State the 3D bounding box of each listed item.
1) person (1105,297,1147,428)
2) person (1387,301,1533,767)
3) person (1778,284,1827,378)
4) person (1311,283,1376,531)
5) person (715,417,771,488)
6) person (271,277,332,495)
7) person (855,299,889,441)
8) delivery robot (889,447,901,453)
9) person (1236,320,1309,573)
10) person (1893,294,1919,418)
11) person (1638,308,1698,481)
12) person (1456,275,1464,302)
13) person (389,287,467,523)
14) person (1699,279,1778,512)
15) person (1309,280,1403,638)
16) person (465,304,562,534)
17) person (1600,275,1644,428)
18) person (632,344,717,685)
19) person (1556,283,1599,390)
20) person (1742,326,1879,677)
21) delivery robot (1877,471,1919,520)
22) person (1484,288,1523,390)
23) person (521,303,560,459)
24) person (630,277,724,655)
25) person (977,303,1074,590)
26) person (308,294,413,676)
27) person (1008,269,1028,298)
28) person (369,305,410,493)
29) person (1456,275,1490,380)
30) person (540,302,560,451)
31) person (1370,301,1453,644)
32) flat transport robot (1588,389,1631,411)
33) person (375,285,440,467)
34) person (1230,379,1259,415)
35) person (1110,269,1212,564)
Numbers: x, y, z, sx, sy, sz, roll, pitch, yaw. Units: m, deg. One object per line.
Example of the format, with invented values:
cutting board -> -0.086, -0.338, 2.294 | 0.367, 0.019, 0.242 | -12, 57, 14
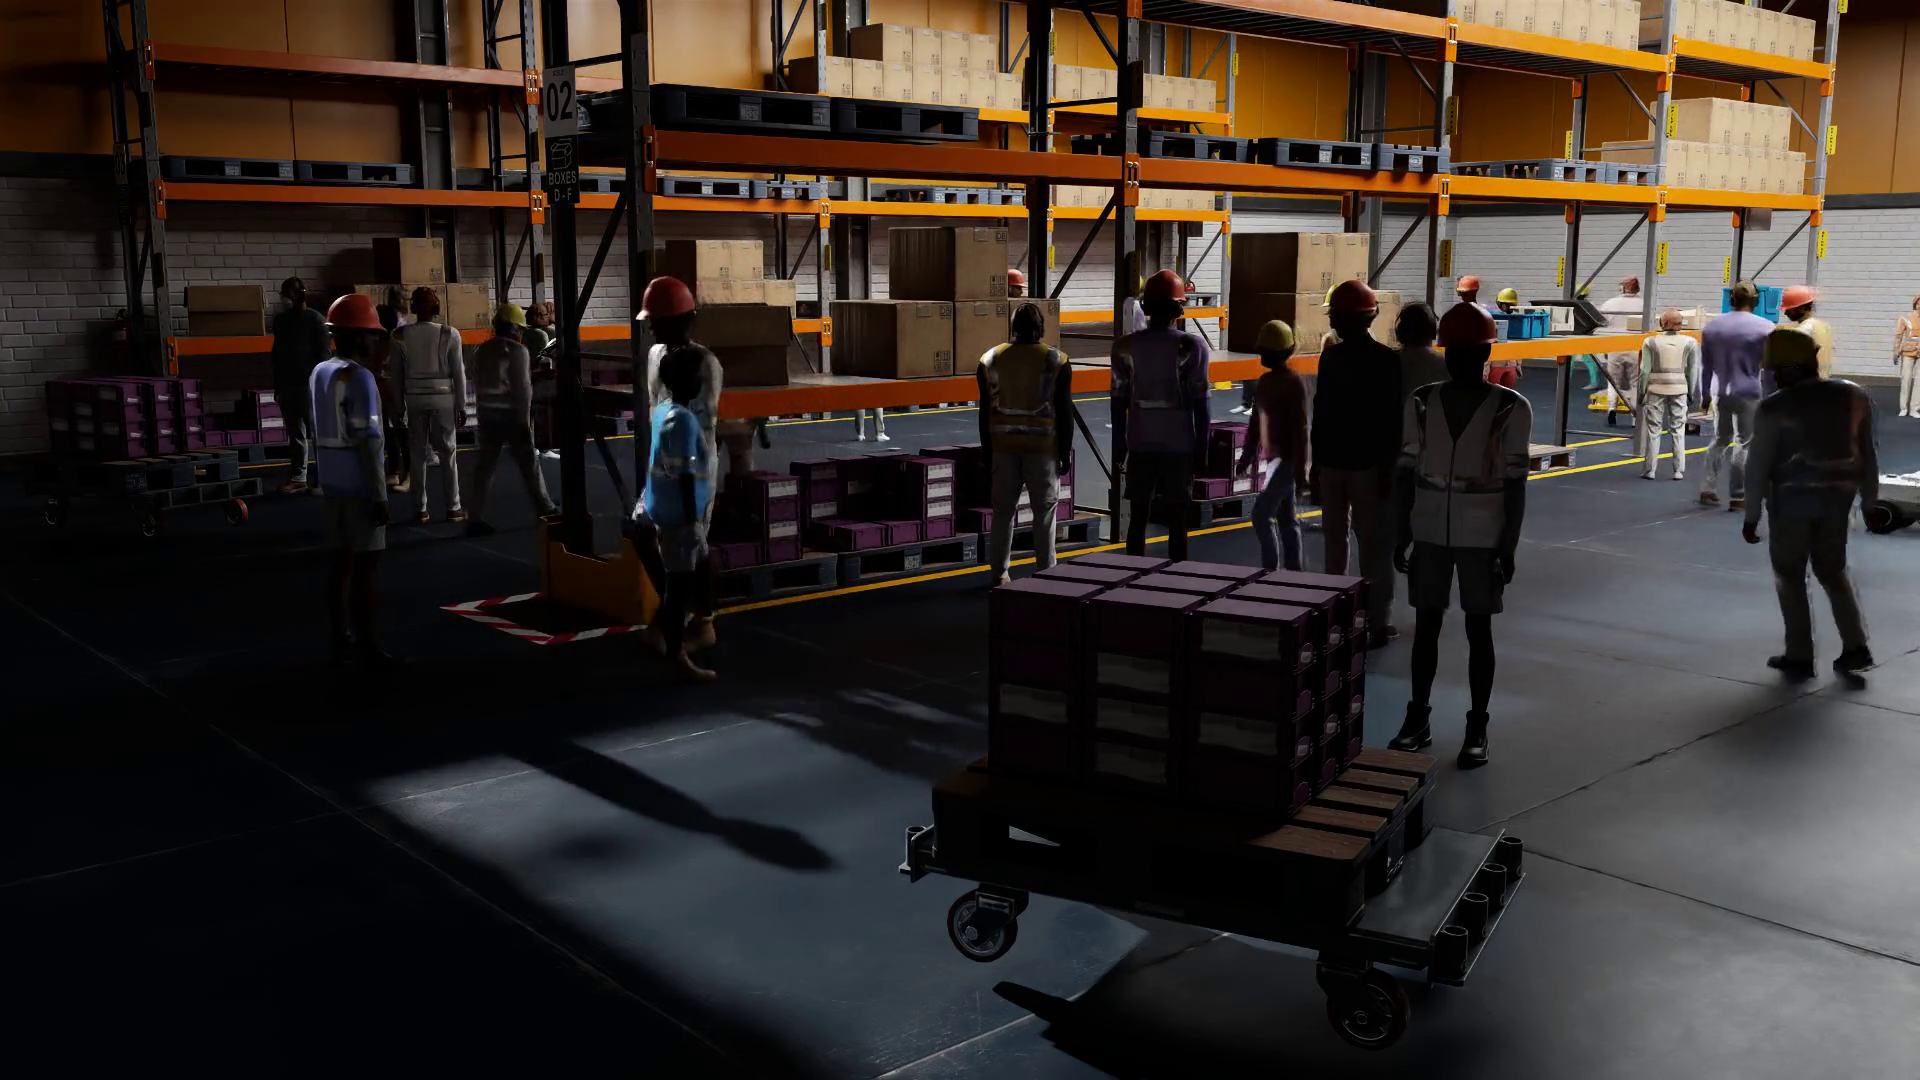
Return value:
person -> 2.153, -2.330, 20.575 | 0.658, 1.909, 0.592 | -4, 10, -20
person -> 2.083, -0.023, 6.973 | 0.544, 1.939, 0.354 | 6, 11, 31
person -> 7.531, -1.308, 14.692 | 0.574, 1.885, 0.860 | -9, 13, -43
person -> 2.958, -1.020, 12.877 | 0.587, 1.919, 0.403 | -8, 12, -38
person -> -1.732, -0.807, 12.528 | 0.746, 1.610, 0.515 | -8, 13, -39
person -> -5.876, -1.366, 14.835 | 0.631, 1.940, 0.372 | 4, 10, 22
person -> -1.038, -1.946, 19.121 | 0.507, 1.632, 0.273 | 3, 10, 15
delivery robot -> -0.532, -0.514, 13.619 | 0.707, 0.478, 0.477 | -8, 12, -37
person -> 1.893, -0.476, 10.185 | 0.576, 1.731, 0.567 | -2, 10, -9
person -> 12.612, -2.425, 21.944 | 0.530, 1.638, 0.383 | 3, 10, 16
person -> 6.710, -1.378, 15.788 | 0.523, 1.636, 0.310 | 2, 10, 12
person -> 6.717, -2.597, 22.243 | 0.328, 1.872, 0.512 | 0, 10, 0
person -> -4.222, -1.069, 13.265 | 0.574, 1.883, 0.356 | -1, 10, -5
person -> 6.466, -1.184, 13.790 | 0.435, 1.934, 0.652 | -6, 11, -31
person -> 2.175, -0.447, 9.296 | 0.396, 1.990, 0.624 | -6, 11, -31
person -> -3.495, -0.937, 12.868 | 0.632, 1.756, 0.946 | 5, 11, 29
person -> 8.306, -2.342, 20.704 | 0.658, 1.883, 0.453 | 5, 11, 28
person -> -1.384, -0.125, 8.281 | 0.361, 1.685, 0.580 | -3, 10, -18
person -> 9.790, -3.201, 26.253 | 0.774, 1.697, 0.550 | -3, 10, -19
person -> 4.265, -0.178, 8.376 | 0.663, 1.777, 0.422 | -1, 10, -3
delivery robot -> 7.382, -0.355, 12.688 | 0.477, 0.478, 0.707 | -10, 14, -44
person -> 6.125, -1.953, 18.774 | 0.525, 1.769, 0.308 | -4, 10, -21
person -> -4.417, -1.662, 17.460 | 0.278, 1.634, 0.498 | -9, 13, -42
person -> -1.493, -0.358, 8.706 | 0.585, 2.013, 0.639 | -9, 13, -41
person -> 0.422, -0.577, 10.545 | 0.621, 1.835, 0.430 | 3, 10, 17
person -> -3.067, -0.282, 8.499 | 0.551, 1.932, 0.378 | 9, 13, 42
person -> 0.492, -1.768, 17.041 | 0.392, 1.989, 0.610 | -3, 10, -16
person -> -5.131, -1.273, 15.012 | 0.531, 1.692, 0.320 | 9, 13, 41
person -> 6.250, -2.262, 20.189 | 0.873, 1.907, 0.553 | -6, 12, -32
person -> -4.501, -1.788, 18.224 | 0.496, 1.629, 0.277 | 9, 13, 42
person -> 2.525, -0.388, 9.318 | 0.647, 1.875, 1.032 | 5, 11, 25
flat transport robot -> 9.175, -1.943, 23.088 | 0.652, 0.197, 1.431 | 5, 11, 28
person -> -5.605, -1.589, 16.431 | 1.006, 1.854, 0.640 | -4, 11, -24
person -> 3.922, -2.640, 22.353 | 0.371, 1.916, 0.597 | -4, 10, -22
person -> 1.195, -0.575, 9.899 | 0.608, 2.044, 0.371 | 4, 10, 21
